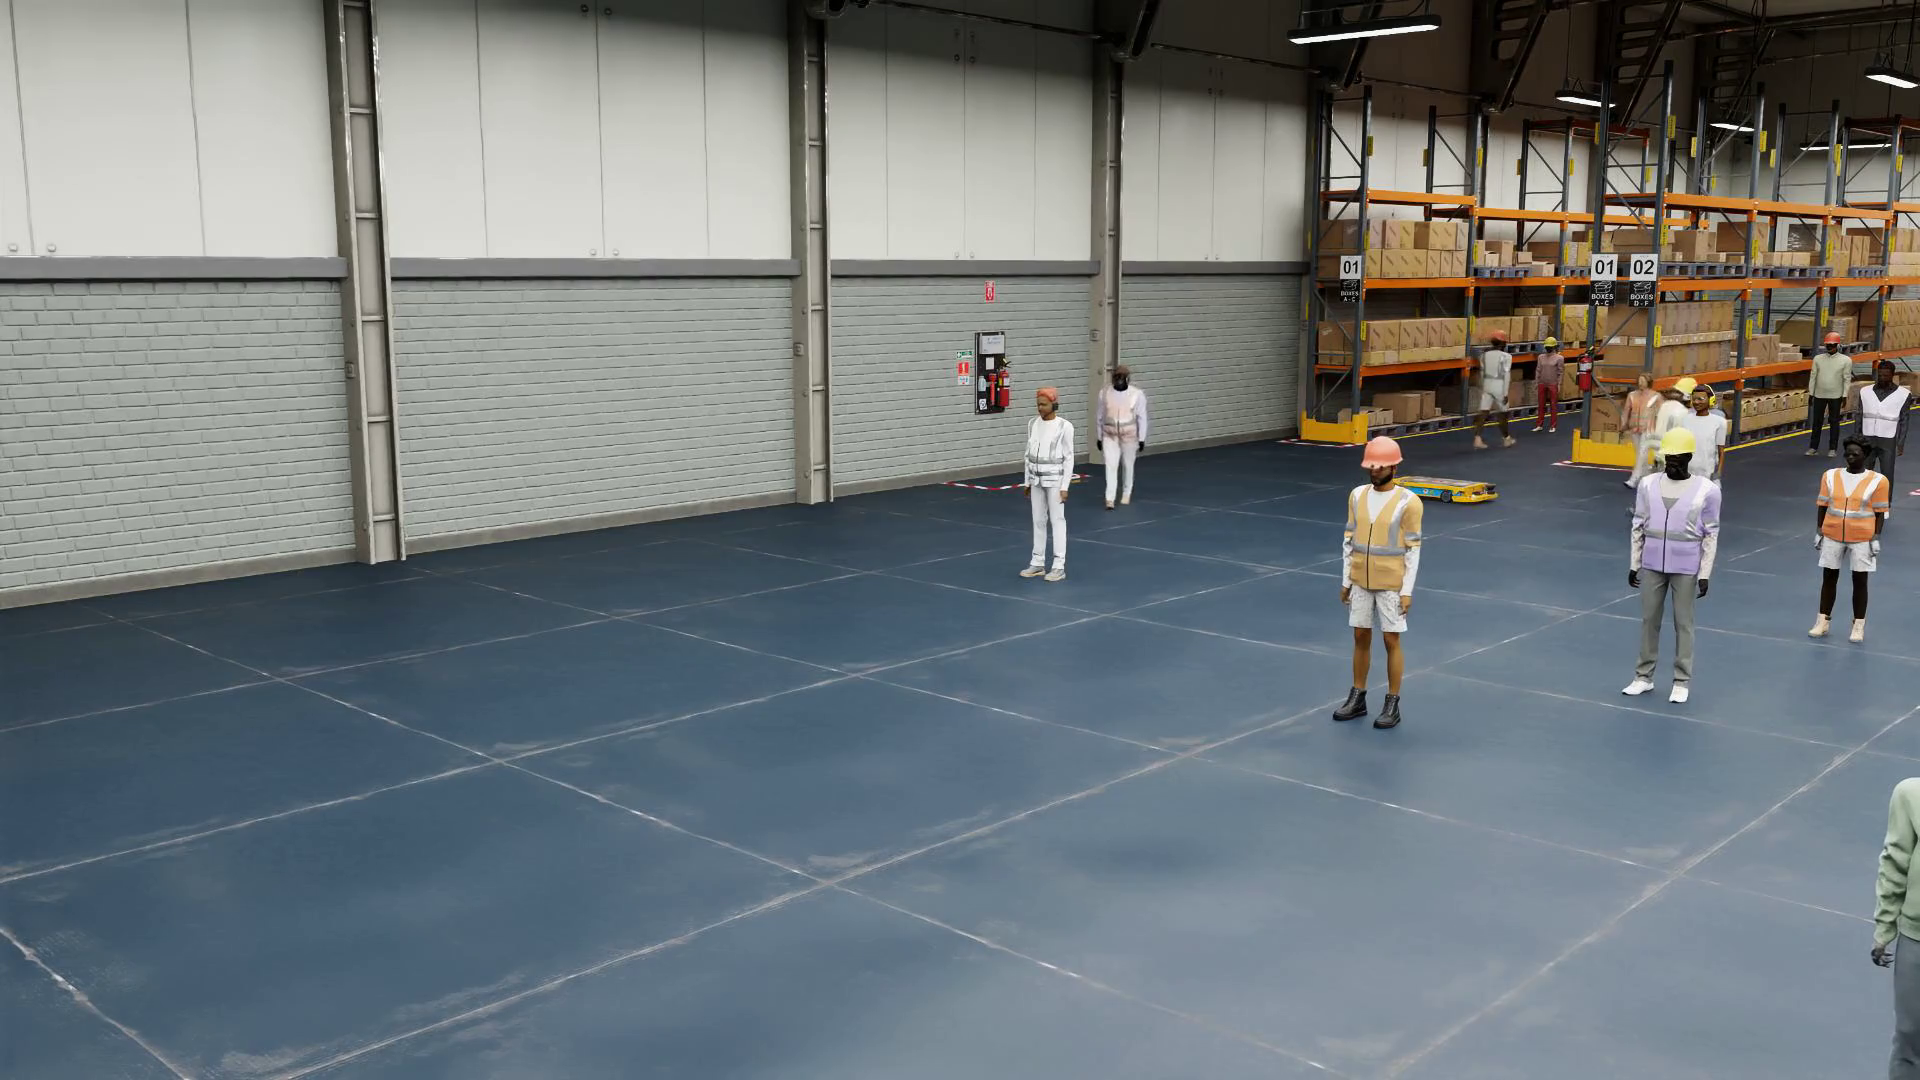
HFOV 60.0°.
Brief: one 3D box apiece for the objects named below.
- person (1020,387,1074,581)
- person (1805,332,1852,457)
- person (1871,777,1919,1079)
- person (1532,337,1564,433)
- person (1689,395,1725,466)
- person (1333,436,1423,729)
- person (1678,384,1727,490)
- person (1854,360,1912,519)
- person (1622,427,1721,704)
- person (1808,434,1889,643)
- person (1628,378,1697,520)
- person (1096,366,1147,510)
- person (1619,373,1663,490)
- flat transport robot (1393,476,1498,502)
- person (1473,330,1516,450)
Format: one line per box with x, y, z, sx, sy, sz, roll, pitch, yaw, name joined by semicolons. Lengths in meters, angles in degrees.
0.844;-0.547;16.165;0.575;1.885;0.355;9;13;42;person
13.925;-2.326;26.674;0.610;1.995;0.375;9;13;42;person
3.252;1.338;5.434;0.498;1.633;0.285;9;13;42;person
10.824;-2.856;30.604;0.523;1.767;0.313;9;13;42;person
8.815;-1.018;19.799;0.498;1.633;0.285;9;13;42;person
2.761;0.274;11.003;0.544;1.936;0.359;9;13;42;person
7.441;-0.647;16.815;0.509;1.872;0.328;9;13;42;person
11.166;-1.222;20.180;0.593;1.918;0.391;9;13;42;person
4.980;0.172;11.650;0.587;1.928;0.363;9;13;42;person
7.220;-0.019;13.515;0.533;1.698;0.318;9;13;42;person
7.995;-0.932;18.778;0.609;1.801;0.622;-1;9;-5;person
2.035;-1.293;21.000;0.646;1.793;0.954;2;10;12;person
9.256;-1.474;22.670;0.844;1.589;0.543;-7;12;-36;person
6.252;-0.679;21.870;1.431;0.197;0.652;9;13;43;flat transport robot
8.936;-2.499;27.757;1.043;1.989;0.628;-7;12;-38;person
